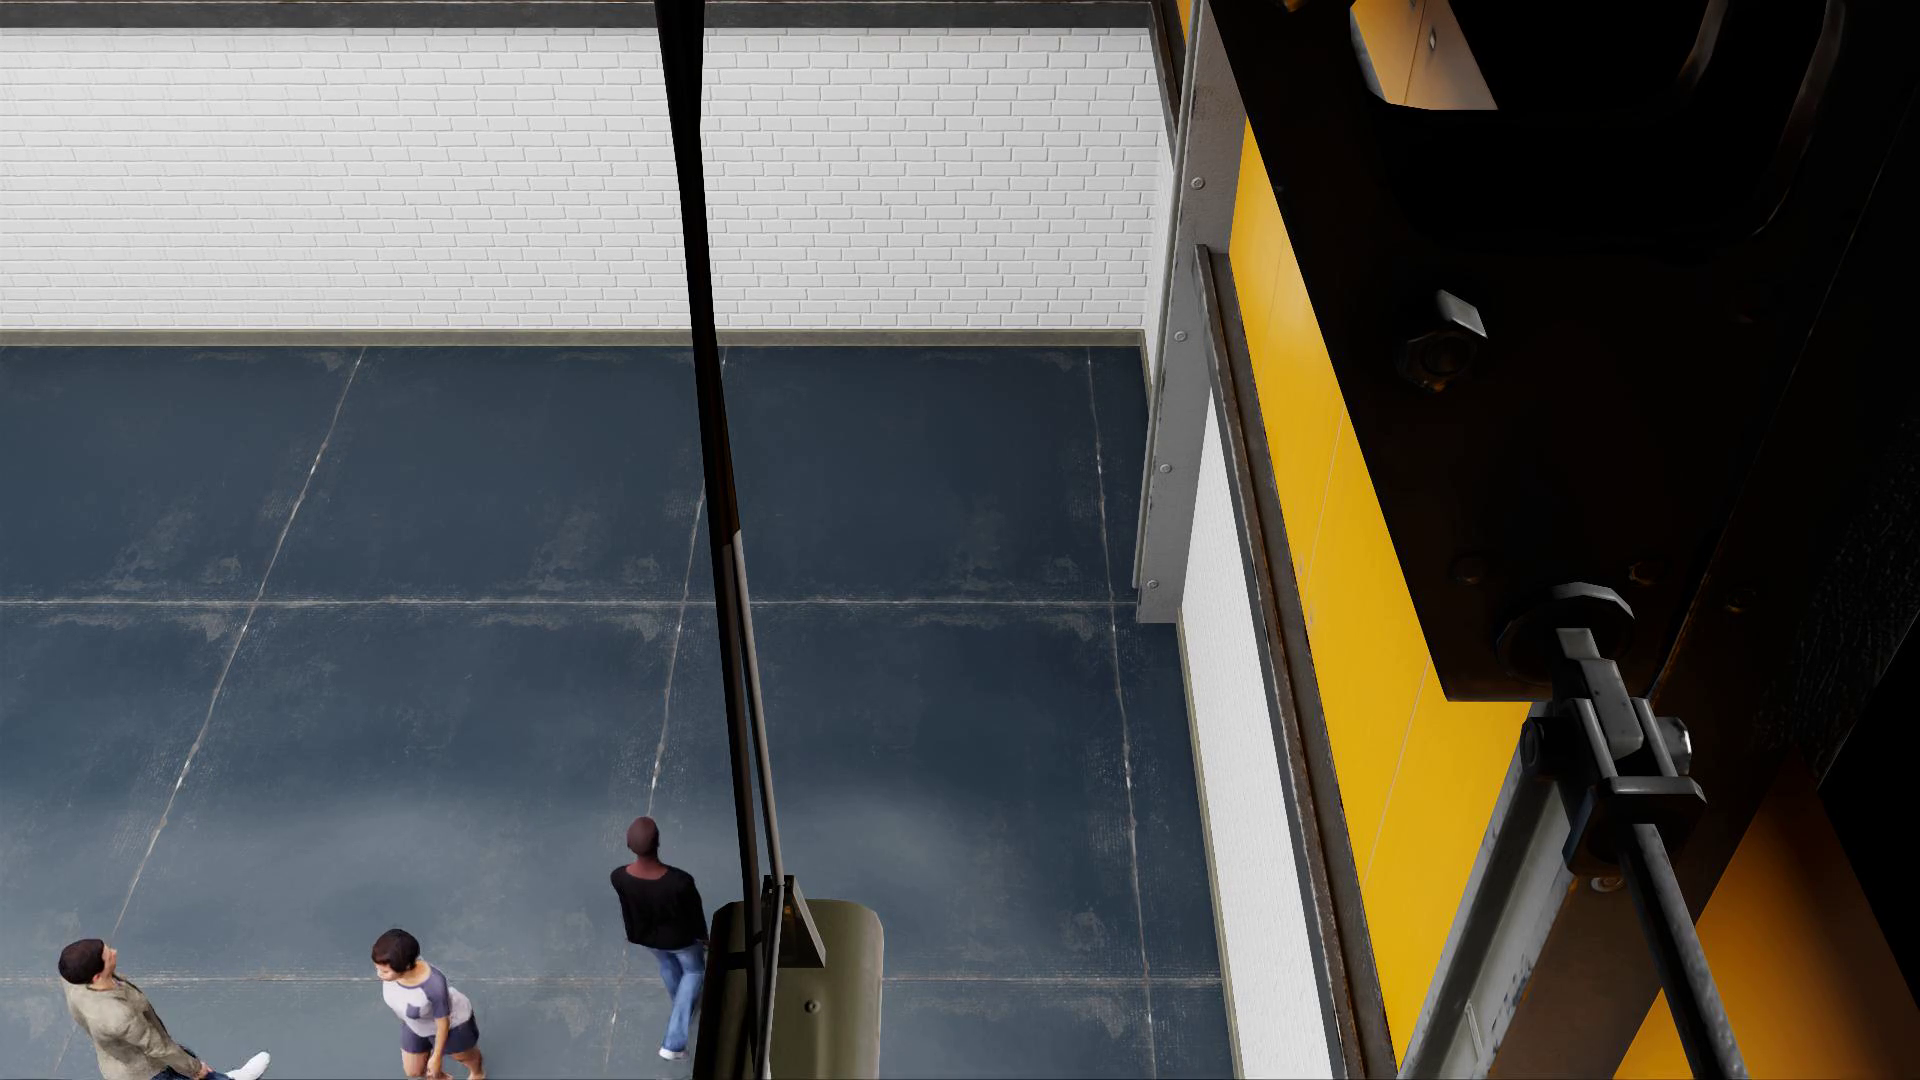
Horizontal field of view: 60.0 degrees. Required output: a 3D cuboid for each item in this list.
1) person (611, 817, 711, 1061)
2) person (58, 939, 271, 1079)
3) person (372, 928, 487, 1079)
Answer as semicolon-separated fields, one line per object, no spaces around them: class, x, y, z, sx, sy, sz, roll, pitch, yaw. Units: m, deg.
person;-1.532;2.097;8.655;0.670;1.735;0.948;5;44;5
person;-4.068;2.581;8.074;1.087;1.834;1.164;31;52;29
person;-2.631;2.390;8.481;0.667;1.550;0.723;18;46;18
